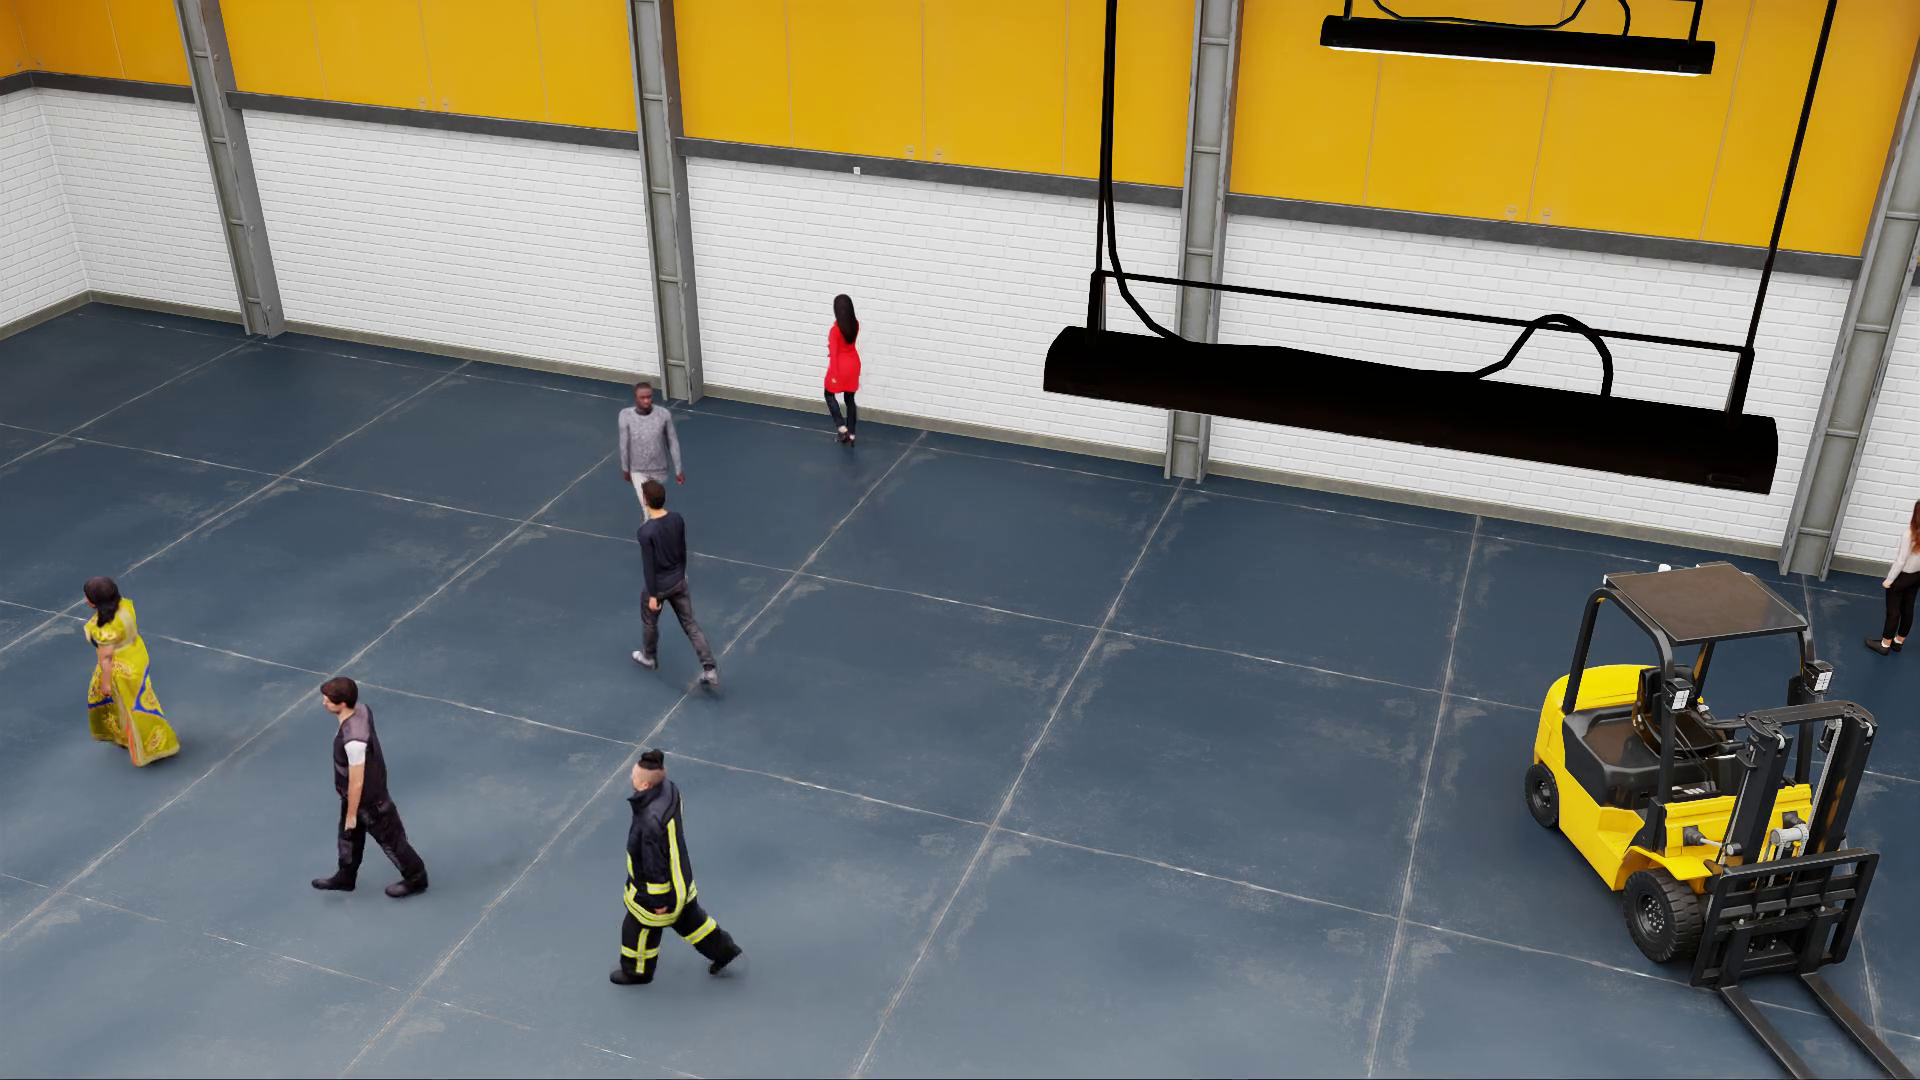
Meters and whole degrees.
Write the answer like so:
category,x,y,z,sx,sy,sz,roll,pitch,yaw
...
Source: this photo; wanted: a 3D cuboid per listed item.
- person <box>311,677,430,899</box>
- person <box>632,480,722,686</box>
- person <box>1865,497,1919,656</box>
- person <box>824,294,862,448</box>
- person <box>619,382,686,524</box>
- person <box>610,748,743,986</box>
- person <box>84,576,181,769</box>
category,x,y,z,sx,sy,sz,roll,pitch,yaw
person,-3.961,1.698,11.387,1.133,1.825,1.052,-10,30,-18
person,-2.346,0.419,13.732,1.331,1.825,0.983,24,37,37
person,8.146,0.307,14.295,0.587,1.484,0.676,-8,30,-15
person,-1.180,-1.791,17.872,0.737,1.740,0.709,23,36,36
person,-2.958,-0.693,15.814,1.262,1.783,1.259,-10,30,-17
person,-1.834,2.119,10.604,1.201,1.836,0.954,2,29,3
person,-6.363,0.997,12.858,1.069,1.647,0.946,-3,29,-6
